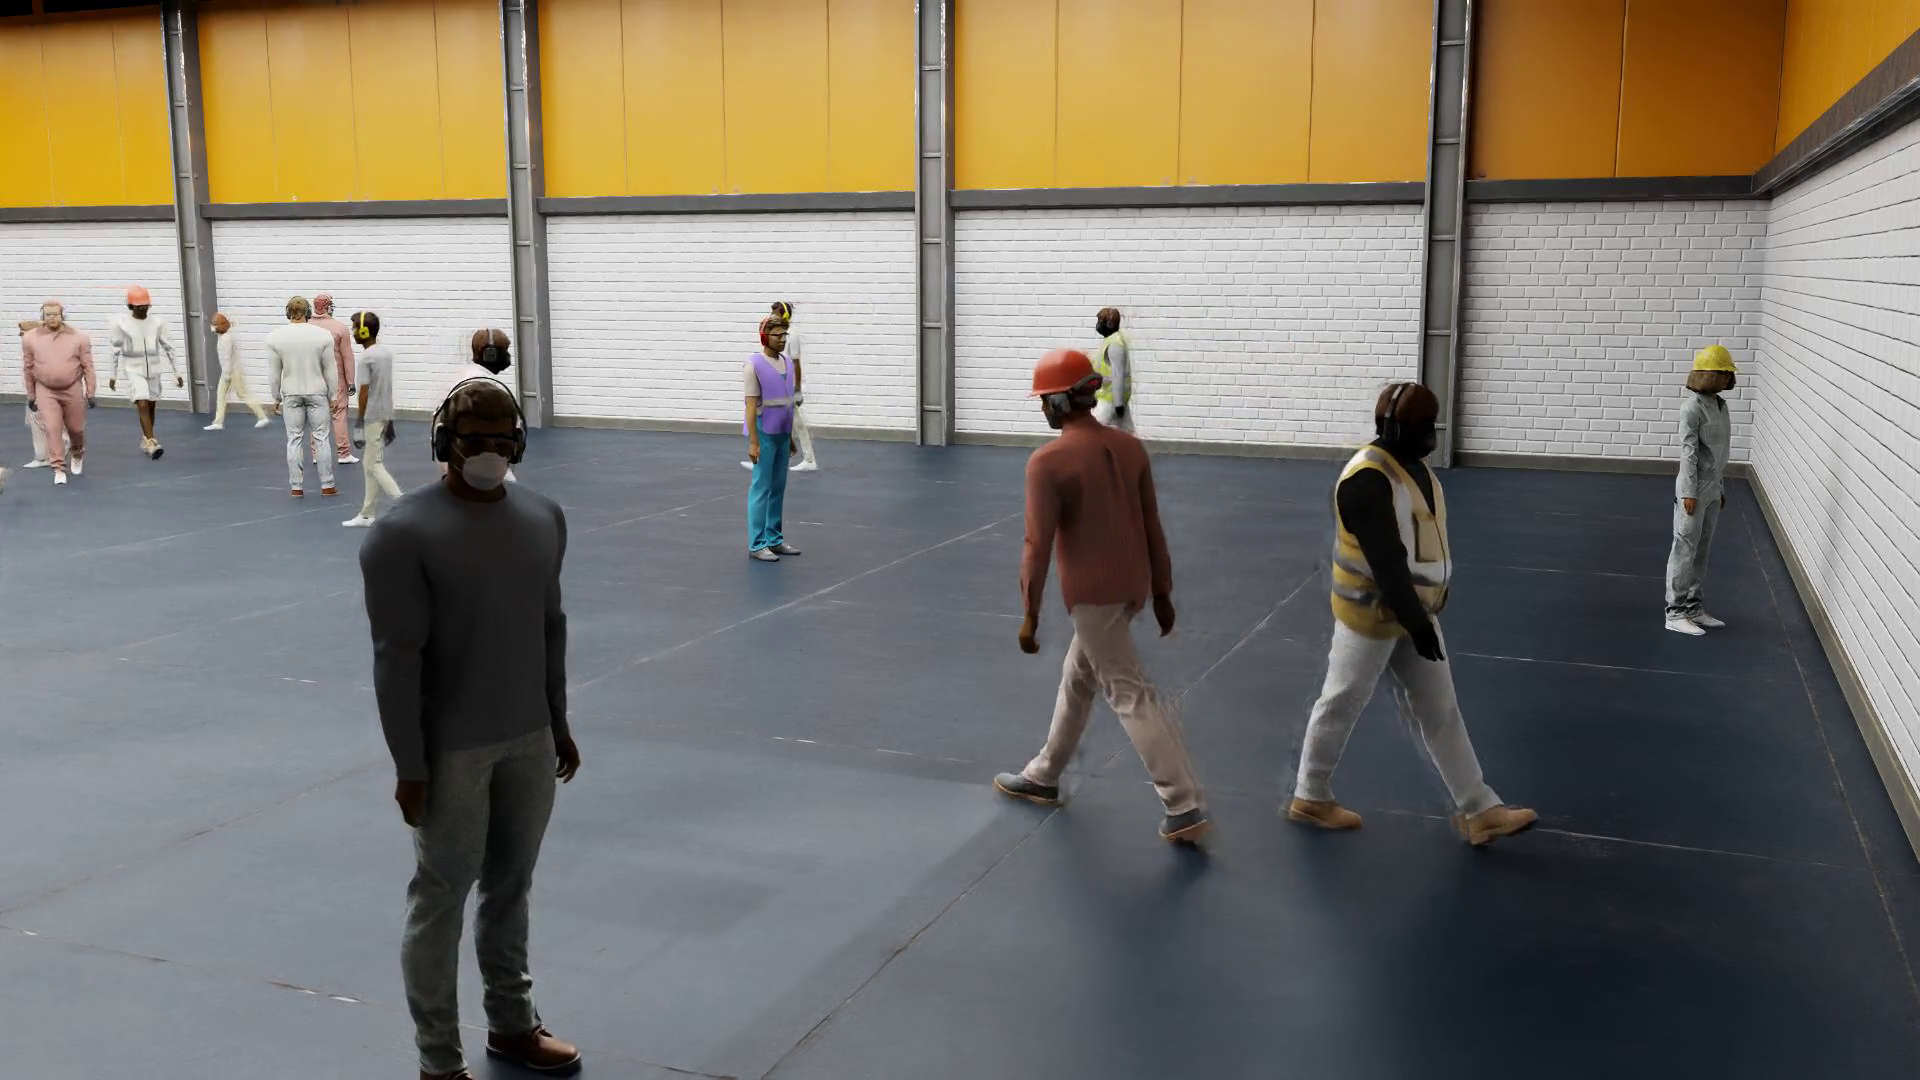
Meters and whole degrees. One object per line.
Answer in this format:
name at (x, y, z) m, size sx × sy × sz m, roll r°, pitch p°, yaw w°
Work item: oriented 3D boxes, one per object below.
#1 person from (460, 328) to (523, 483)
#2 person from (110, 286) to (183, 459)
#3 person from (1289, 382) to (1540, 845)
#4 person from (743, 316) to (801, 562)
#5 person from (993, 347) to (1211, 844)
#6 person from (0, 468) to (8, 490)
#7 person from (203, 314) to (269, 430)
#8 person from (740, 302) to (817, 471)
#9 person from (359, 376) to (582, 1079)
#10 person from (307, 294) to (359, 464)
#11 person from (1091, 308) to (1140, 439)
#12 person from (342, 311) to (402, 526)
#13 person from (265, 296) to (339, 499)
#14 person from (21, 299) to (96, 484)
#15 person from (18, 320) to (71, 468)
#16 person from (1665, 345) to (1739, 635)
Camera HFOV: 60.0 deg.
person at (-3.003, -0.449, 10.718) m, size 0.490 × 1.821 × 0.654 m, roll -3°, pitch 10°, yaw -20°
person at (-9.381, -1.927, 19.202) m, size 0.715 × 1.966 × 1.066 m, roll -9°, pitch 13°, yaw -43°
person at (1.699, 0.297, 6.320) m, size 0.980 × 1.779 × 0.626 m, roll 8°, pitch 12°, yaw 40°
person at (-1.445, -0.770, 12.600) m, size 0.372 × 1.843 × 0.571 m, roll 5°, pitch 10°, yaw 26°
person at (0.577, 0.212, 6.502) m, size 1.096 × 1.912 × 0.621 m, roll 9°, pitch 13°, yaw 42°
person at (-9.294, -1.228, 15.419) m, size 0.633 × 1.833 × 0.532 m, roll -4°, pitch 10°, yaw -20°
person at (-9.865, -2.289, 22.602) m, size 0.811 × 1.582 × 0.538 m, roll -6°, pitch 11°, yaw -33°
person at (-1.964, -1.630, 17.850) m, size 0.930 × 1.823 × 0.545 m, roll -3°, pitch 10°, yaw -19°
person at (-1.261, 0.536, 4.415) m, size 0.379 × 1.937 × 0.629 m, roll 6°, pitch 11°, yaw 33°
person at (-7.068, -1.792, 18.610) m, size 0.655 × 1.906 × 0.407 m, roll 1°, pitch 9°, yaw 4°
person at (1.497, -1.435, 16.797) m, size 0.976 × 1.799 × 0.616 m, roll 1°, pitch 9°, yaw 7°
person at (-4.927, -0.988, 13.968) m, size 0.643 × 1.875 × 0.557 m, roll 1°, pitch 9°, yaw 5°
person at (-6.250, -1.352, 15.861) m, size 0.627 × 1.934 × 0.371 m, roll -2°, pitch 10°, yaw -14°
person at (-9.294, -1.544, 17.191) m, size 0.650 × 1.883 × 0.822 m, roll -5°, pitch 11°, yaw -27°
person at (-10.113, -1.610, 18.334) m, size 0.481 × 1.622 × 0.536 m, roll -7°, pitch 12°, yaw -37°
person at (4.517, -0.304, 10.086) m, size 0.487 × 1.744 × 0.297 m, roll -9°, pitch 13°, yaw -44°
